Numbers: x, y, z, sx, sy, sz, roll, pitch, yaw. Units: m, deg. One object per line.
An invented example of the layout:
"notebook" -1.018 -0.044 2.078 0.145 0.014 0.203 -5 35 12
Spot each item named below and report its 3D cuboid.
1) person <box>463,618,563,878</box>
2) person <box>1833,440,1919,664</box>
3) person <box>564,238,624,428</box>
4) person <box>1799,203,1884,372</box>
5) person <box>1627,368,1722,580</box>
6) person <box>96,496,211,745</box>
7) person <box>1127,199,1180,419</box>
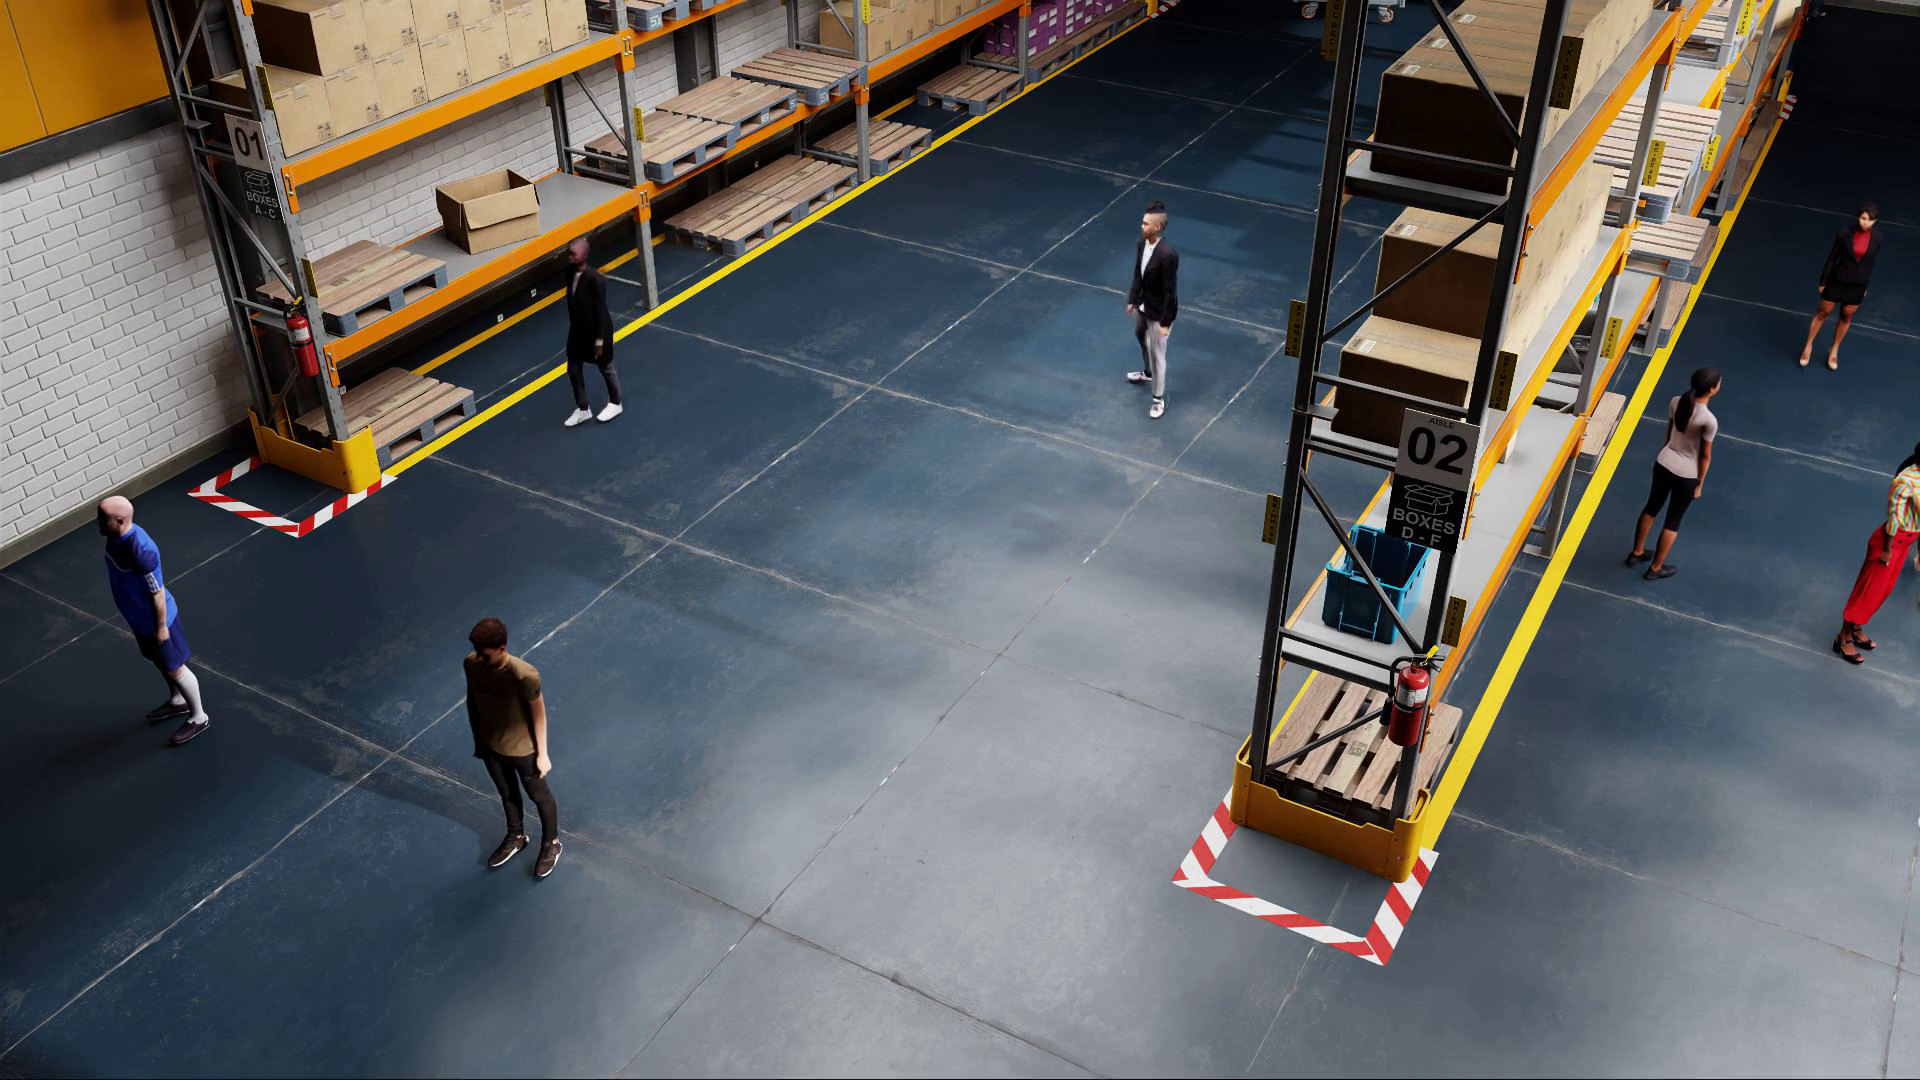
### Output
"person" -2.657 1.197 9.892 0.697 1.848 0.622 12 35 17
"person" 6.525 0.049 11.670 0.567 1.792 0.723 -27 42 -34
"person" -3.158 -1.854 14.576 0.716 1.744 0.820 22 40 30
"person" 8.193 -2.343 15.406 0.635 1.640 0.668 10 35 14
"person" 5.405 -0.513 12.559 0.708 1.744 0.679 -15 36 -21
"person" -5.335 0.493 10.957 0.668 1.842 0.728 -29 43 -36
"person" 1.771 -2.071 14.727 1.030 1.939 1.017 -21 39 -28
